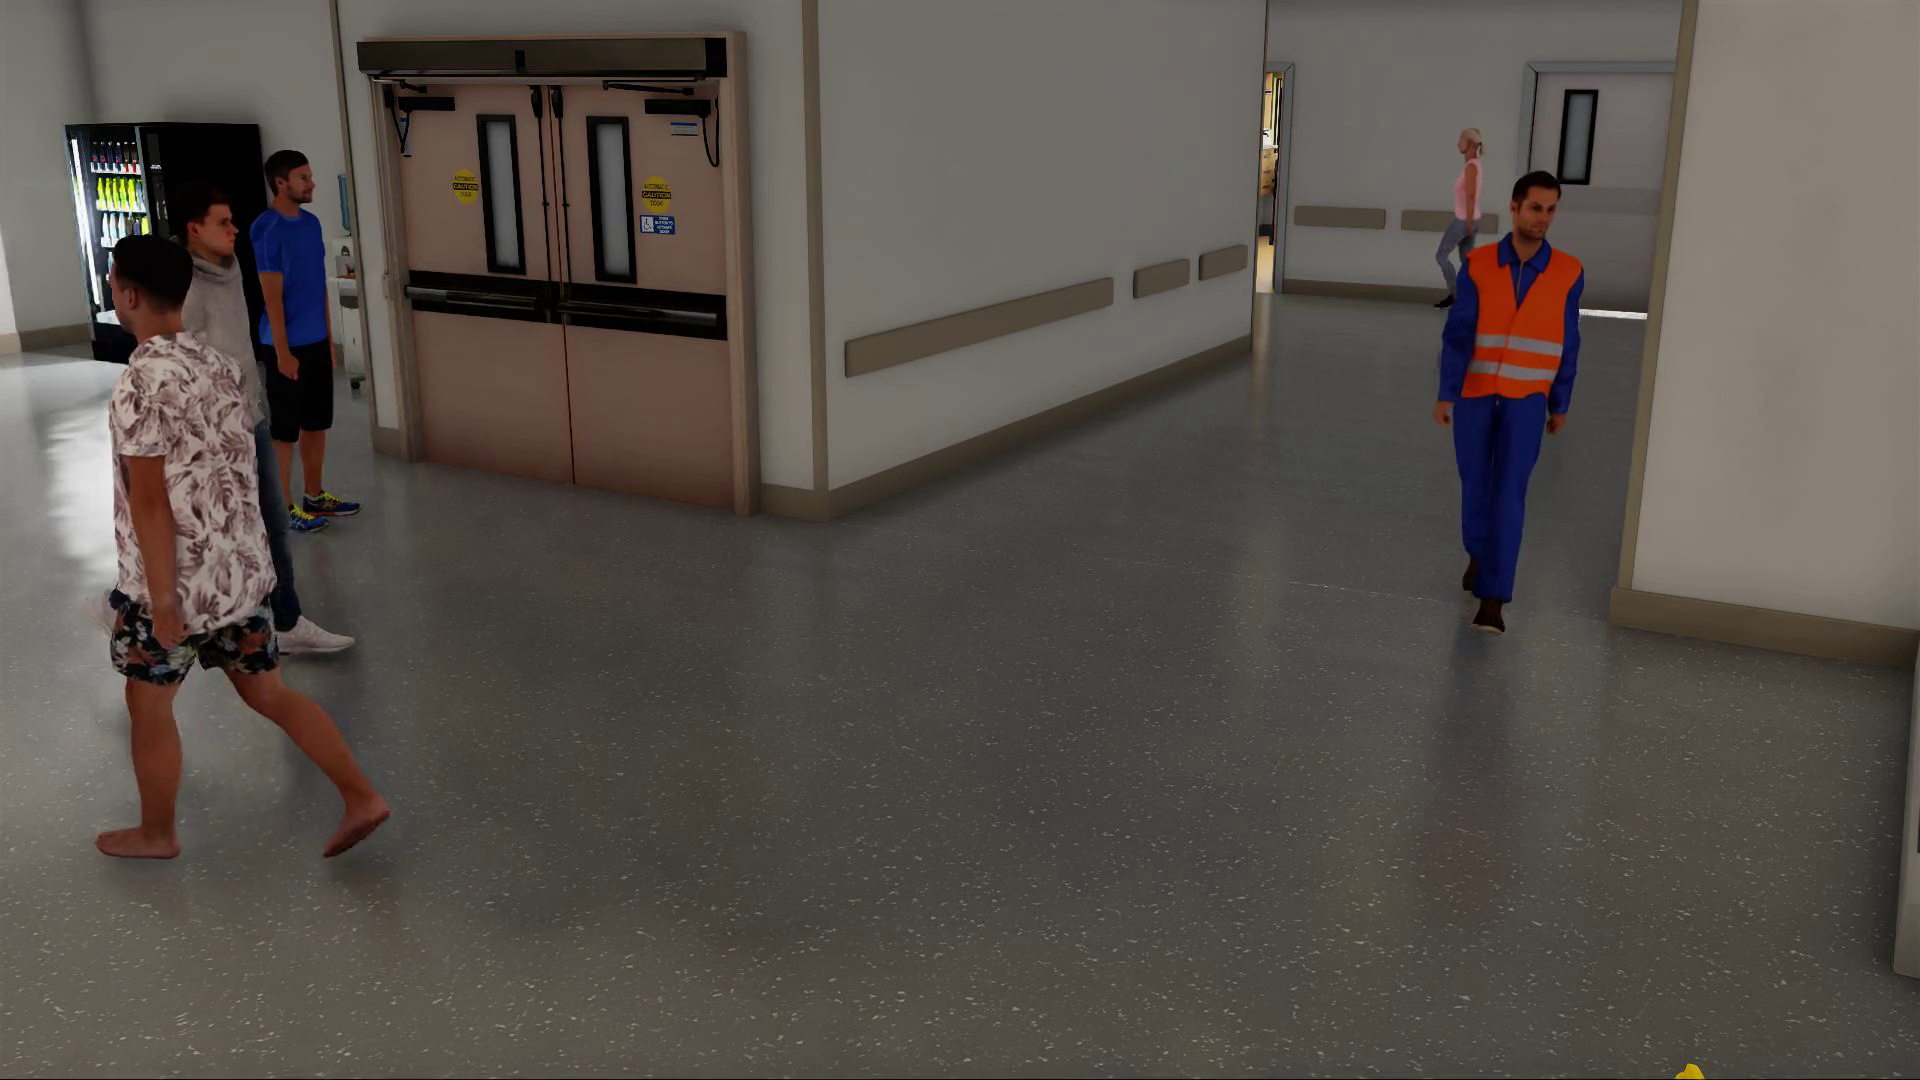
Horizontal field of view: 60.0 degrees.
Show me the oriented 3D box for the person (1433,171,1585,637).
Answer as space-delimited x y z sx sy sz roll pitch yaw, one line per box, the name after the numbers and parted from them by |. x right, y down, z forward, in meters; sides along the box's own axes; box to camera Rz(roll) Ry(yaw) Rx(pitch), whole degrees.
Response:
2.214 -0.554 6.839 1.259 1.803 0.916 5 17 18 | person

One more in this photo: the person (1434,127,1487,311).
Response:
4.835 -2.981 15.618 0.600 1.712 0.537 9 18 28 | person

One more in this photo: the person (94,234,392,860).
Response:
-2.020 0.082 4.593 1.212 1.799 0.910 4 16 13 | person

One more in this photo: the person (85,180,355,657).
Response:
-2.872 -0.391 6.224 1.284 1.823 1.083 0 16 -1 | person

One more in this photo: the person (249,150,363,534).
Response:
-3.302 -0.981 8.245 0.670 1.862 0.672 3 16 11 | person
